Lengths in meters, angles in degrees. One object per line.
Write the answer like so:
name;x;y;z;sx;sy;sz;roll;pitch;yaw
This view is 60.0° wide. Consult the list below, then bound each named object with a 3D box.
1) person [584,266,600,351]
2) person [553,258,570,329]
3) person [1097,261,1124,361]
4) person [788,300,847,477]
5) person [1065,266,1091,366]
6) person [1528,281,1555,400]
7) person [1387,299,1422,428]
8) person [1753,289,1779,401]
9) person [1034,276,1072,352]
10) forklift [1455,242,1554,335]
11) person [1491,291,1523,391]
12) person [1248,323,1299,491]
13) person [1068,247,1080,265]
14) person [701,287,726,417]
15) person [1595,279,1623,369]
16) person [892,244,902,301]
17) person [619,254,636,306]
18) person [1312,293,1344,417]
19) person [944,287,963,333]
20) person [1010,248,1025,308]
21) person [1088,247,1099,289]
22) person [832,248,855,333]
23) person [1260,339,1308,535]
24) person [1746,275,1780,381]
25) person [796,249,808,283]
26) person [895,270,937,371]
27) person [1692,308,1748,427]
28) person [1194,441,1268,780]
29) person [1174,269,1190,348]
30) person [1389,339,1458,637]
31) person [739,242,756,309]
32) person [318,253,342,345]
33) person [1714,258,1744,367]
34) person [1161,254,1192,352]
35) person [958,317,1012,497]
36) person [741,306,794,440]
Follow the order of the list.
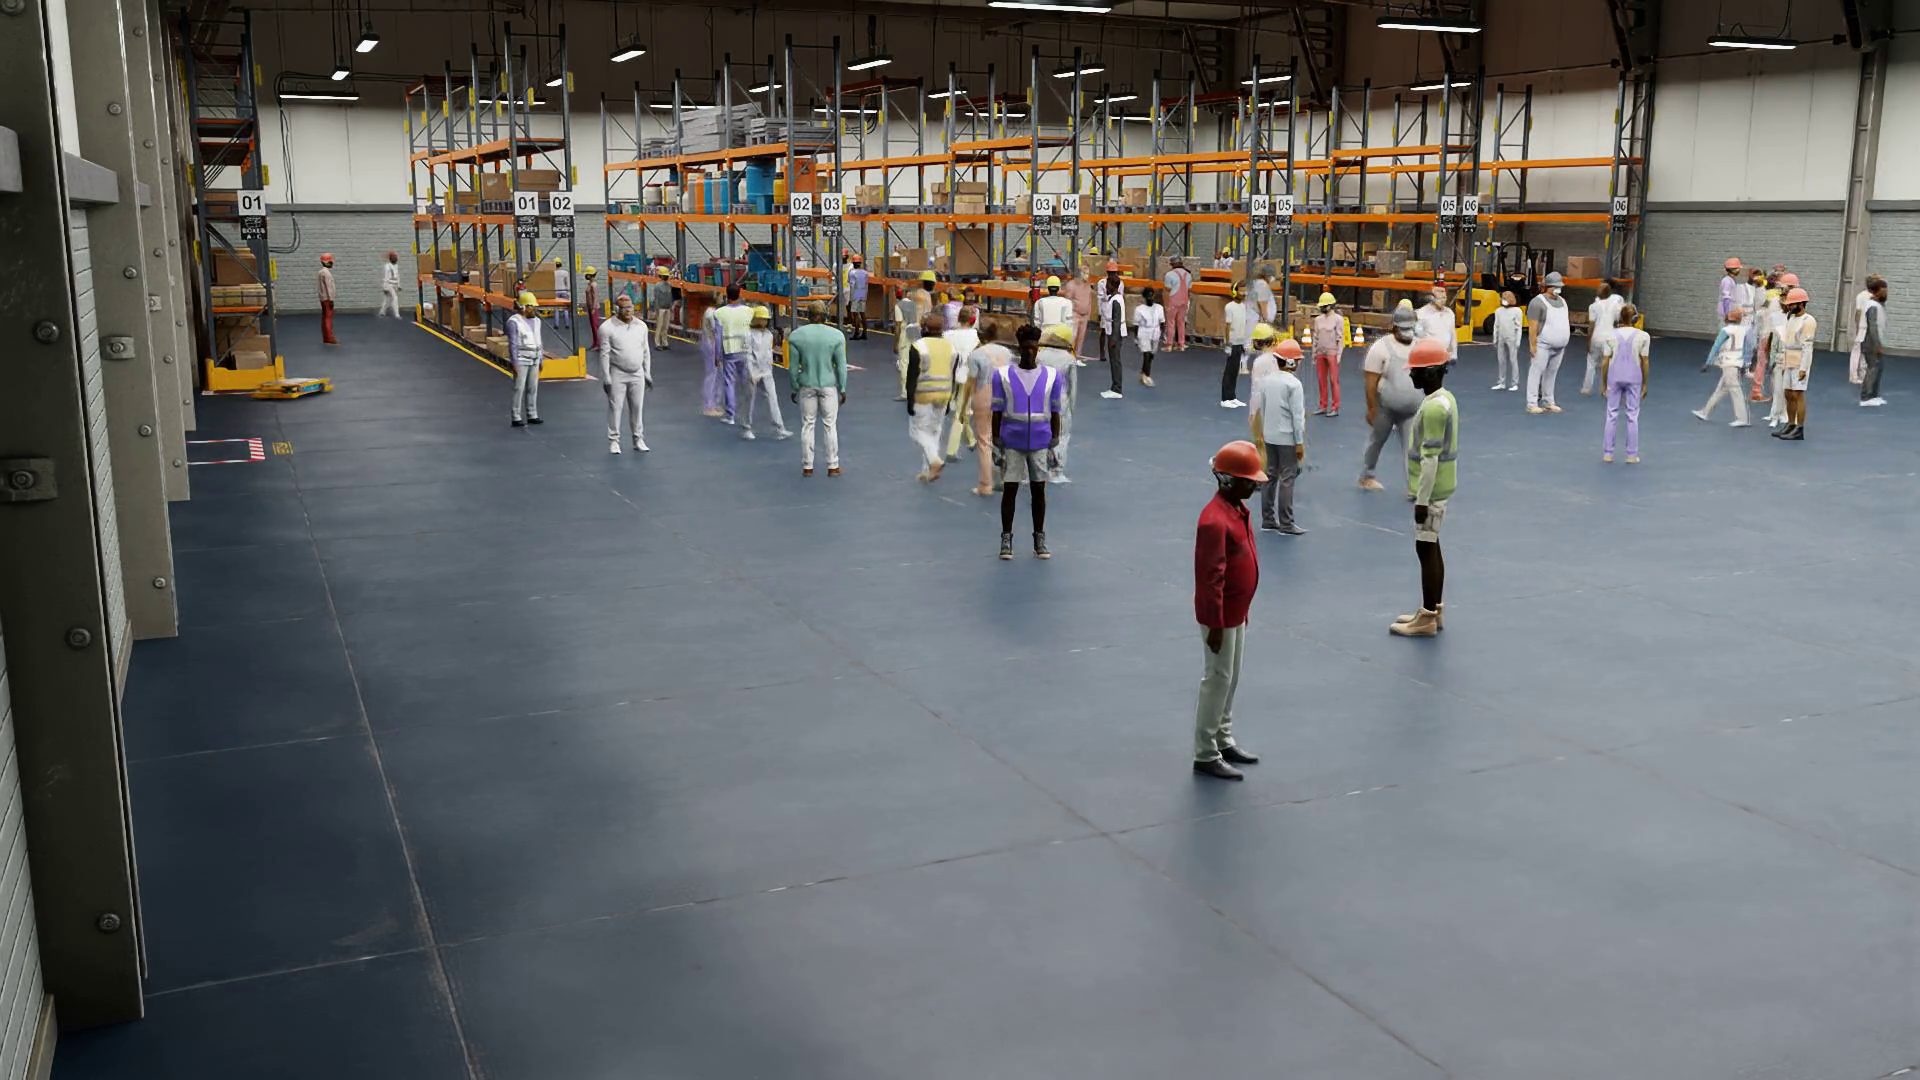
person;-7.692;-4.830;34.780;0.308;1.769;0.524;-5;12;-23
person;-9.993;-6.147;41.472;0.522;1.769;0.310;-5;12;-24
person;2.941;-4.455;32.435;0.544;1.939;0.354;-3;12;-16
person;-1.551;-1.648;18.173;0.633;1.936;0.355;1;11;4
person;2.205;-4.181;31.170;0.672;1.887;0.435;-11;15;-44
person;9.022;-3.092;25.739;0.566;1.847;0.389;-6;13;-28
person;5.854;-2.314;22.046;0.487;1.746;0.287;9;14;38
person;12.360;-2.962;25.380;0.487;1.729;0.322;6;12;27
person;1.428;-3.083;25.519;0.586;1.918;0.395;2;11;10
forklift;13.047;-6.049;39.881;2.313;2.155;1.214;-5;12;-23
person;8.912;-3.236;27.064;0.326;1.623;0.509;-9;14;-37
person;3.188;-1.364;17.197;0.497;1.746;0.533;7;13;32
person;3.441;-7.779;49.496;0.355;1.876;0.571;-11;15;-44
person;-3.436;-2.642;23.489;0.511;1.827;0.515;-1;11;-5
person;11.863;-3.951;30.552;0.544;1.673;0.704;0;11;-2
person;-1.923;-8.252;51.811;0.408;1.906;0.653;-2;11;-8
person;-9.415;-7.259;47.210;0.473;1.723;0.566;-3;12;-17
person;5.213;-2.633;23.652;0.342;1.752;0.535;-8;14;-36
person;-0.106;-3.471;28.200;0.310;1.636;0.522;8;13;34
person;1.670;-7.682;49.088;0.523;1.842;0.798;-6;13;-29
person;3.711;-7.236;46.629;0.392;1.918;0.581;0;11;2
person;-2.787;-5.984;39.935;0.606;2.044;0.373;2;11;9
person;2.924;-0.925;14.962;0.326;1.751;0.559;-5;12;-26
person;13.961;-3.660;28.723;0.556;1.813;0.996;-2;11;-11
person;-5.078;-8.282;52.392;0.575;1.739;0.348;-2;11;-10
person;-0.739;-3.741;28.907;0.725;1.898;0.602;1;11;5
person;10.420;-2.353;22.630;0.534;1.579;0.886;-8;14;-36
person;1.383;0.353;8.510;0.350;1.739;0.573;4;12;22
person;4.751;-4.934;35.507;0.320;1.684;0.541;-2;11;-8
person;3.172;-0.349;11.342;0.405;2.035;0.611;4;12;20
person;-6.285;-7.845;49.440;0.611;2.031;0.411;3;12;16
person;-13.843;-5.273;36.443;0.390;1.995;0.613;-7;13;-33
person;14.381;-4.250;31.122;0.378;2.045;0.605;5;12;26
person;4.477;-4.954;34.705;0.684;2.000;0.535;-8;14;-35
person;0.271;-1.340;16.874;0.532;1.835;0.386;-9;14;-37
person;-2.498;-2.093;21.029;0.502;1.696;0.883;-11;15;-43
